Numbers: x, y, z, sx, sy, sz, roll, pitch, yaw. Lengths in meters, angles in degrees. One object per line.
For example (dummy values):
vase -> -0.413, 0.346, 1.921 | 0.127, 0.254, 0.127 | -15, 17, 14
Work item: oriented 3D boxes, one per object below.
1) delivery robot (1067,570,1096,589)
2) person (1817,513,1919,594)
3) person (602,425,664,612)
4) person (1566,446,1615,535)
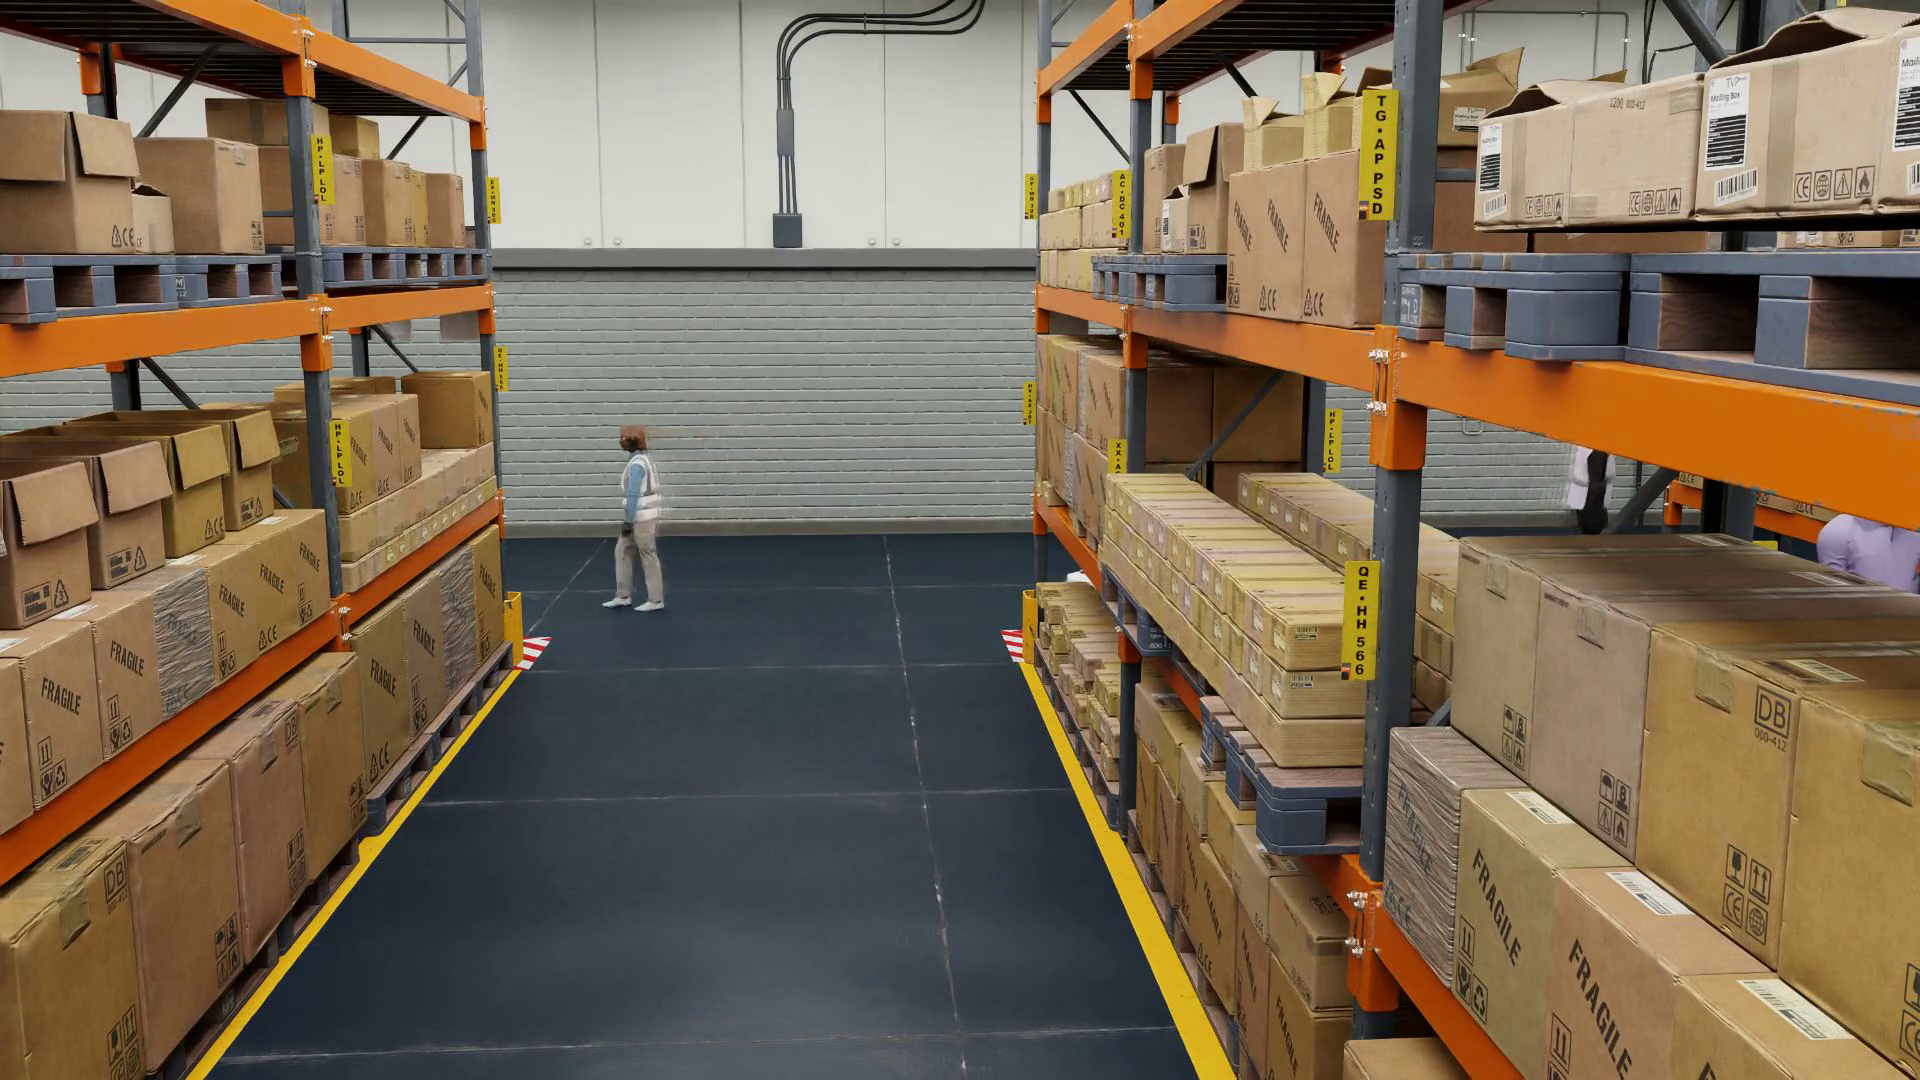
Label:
delivery robot -> 1.228, 0.401, 13.673 | 0.707, 0.478, 0.477 | 8, 13, 41
person -> 5.084, 0.519, 9.280 | 0.643, 1.910, 0.400 | -2, 10, -12
person -> -2.843, -0.176, 14.191 | 0.649, 1.612, 0.546 | -2, 10, -11
person -> 5.229, -0.260, 13.917 | 0.615, 1.903, 0.594 | 2, 10, 13
